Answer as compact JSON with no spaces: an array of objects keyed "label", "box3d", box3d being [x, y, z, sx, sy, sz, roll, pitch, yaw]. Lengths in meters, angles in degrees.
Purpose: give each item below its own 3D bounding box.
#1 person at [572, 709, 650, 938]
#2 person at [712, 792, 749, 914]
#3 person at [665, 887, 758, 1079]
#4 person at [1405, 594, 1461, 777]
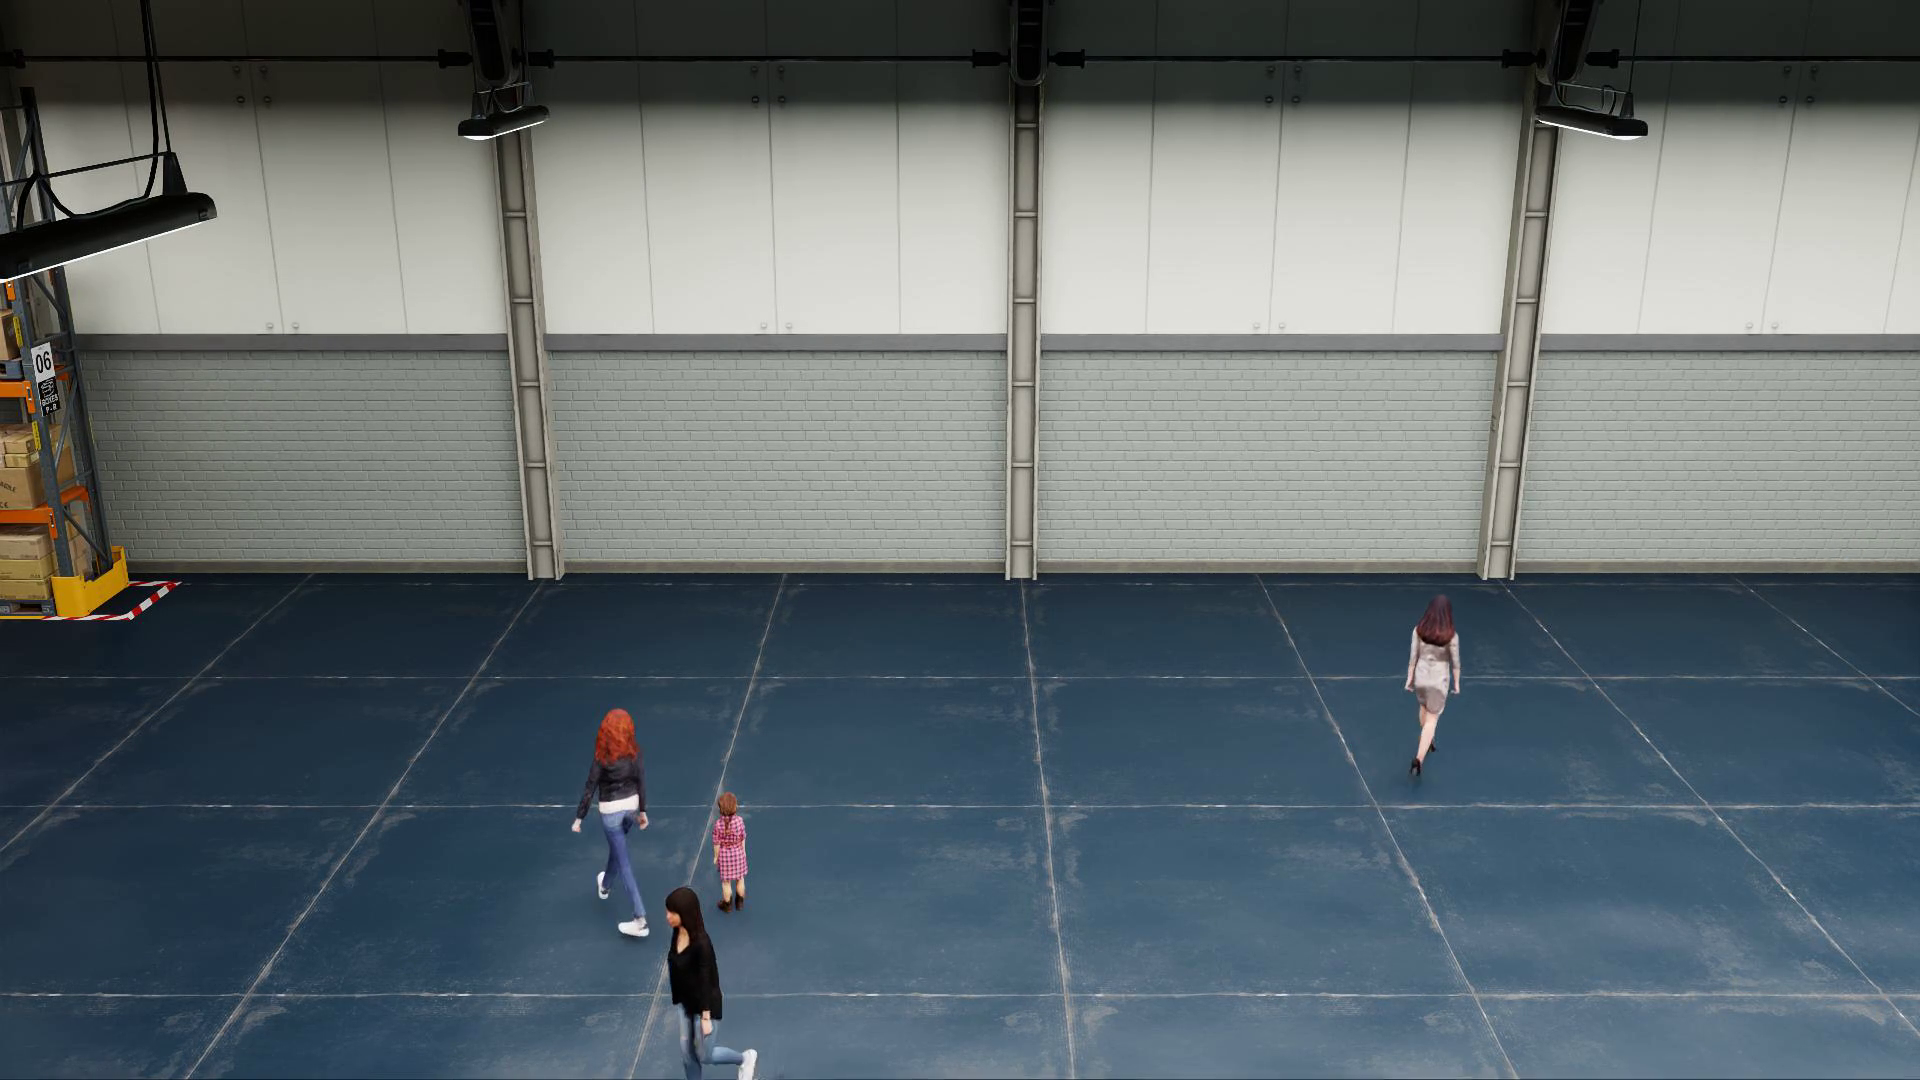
[{"label":"person","box3d":[-2.578,2.212,12.841,1.250,1.726,1.219,17,24,41]},{"label":"person","box3d":[-1.826,2.471,13.182,0.473,1.022,0.553,-8,20,-24]},{"label":"person","box3d":[-1.626,2.951,10.721,0.941,1.633,0.879,-17,25,-42]},{"label":"person","box3d":[4.351,1.384,15.415,1.128,1.706,1.063,11,21,31]}]
